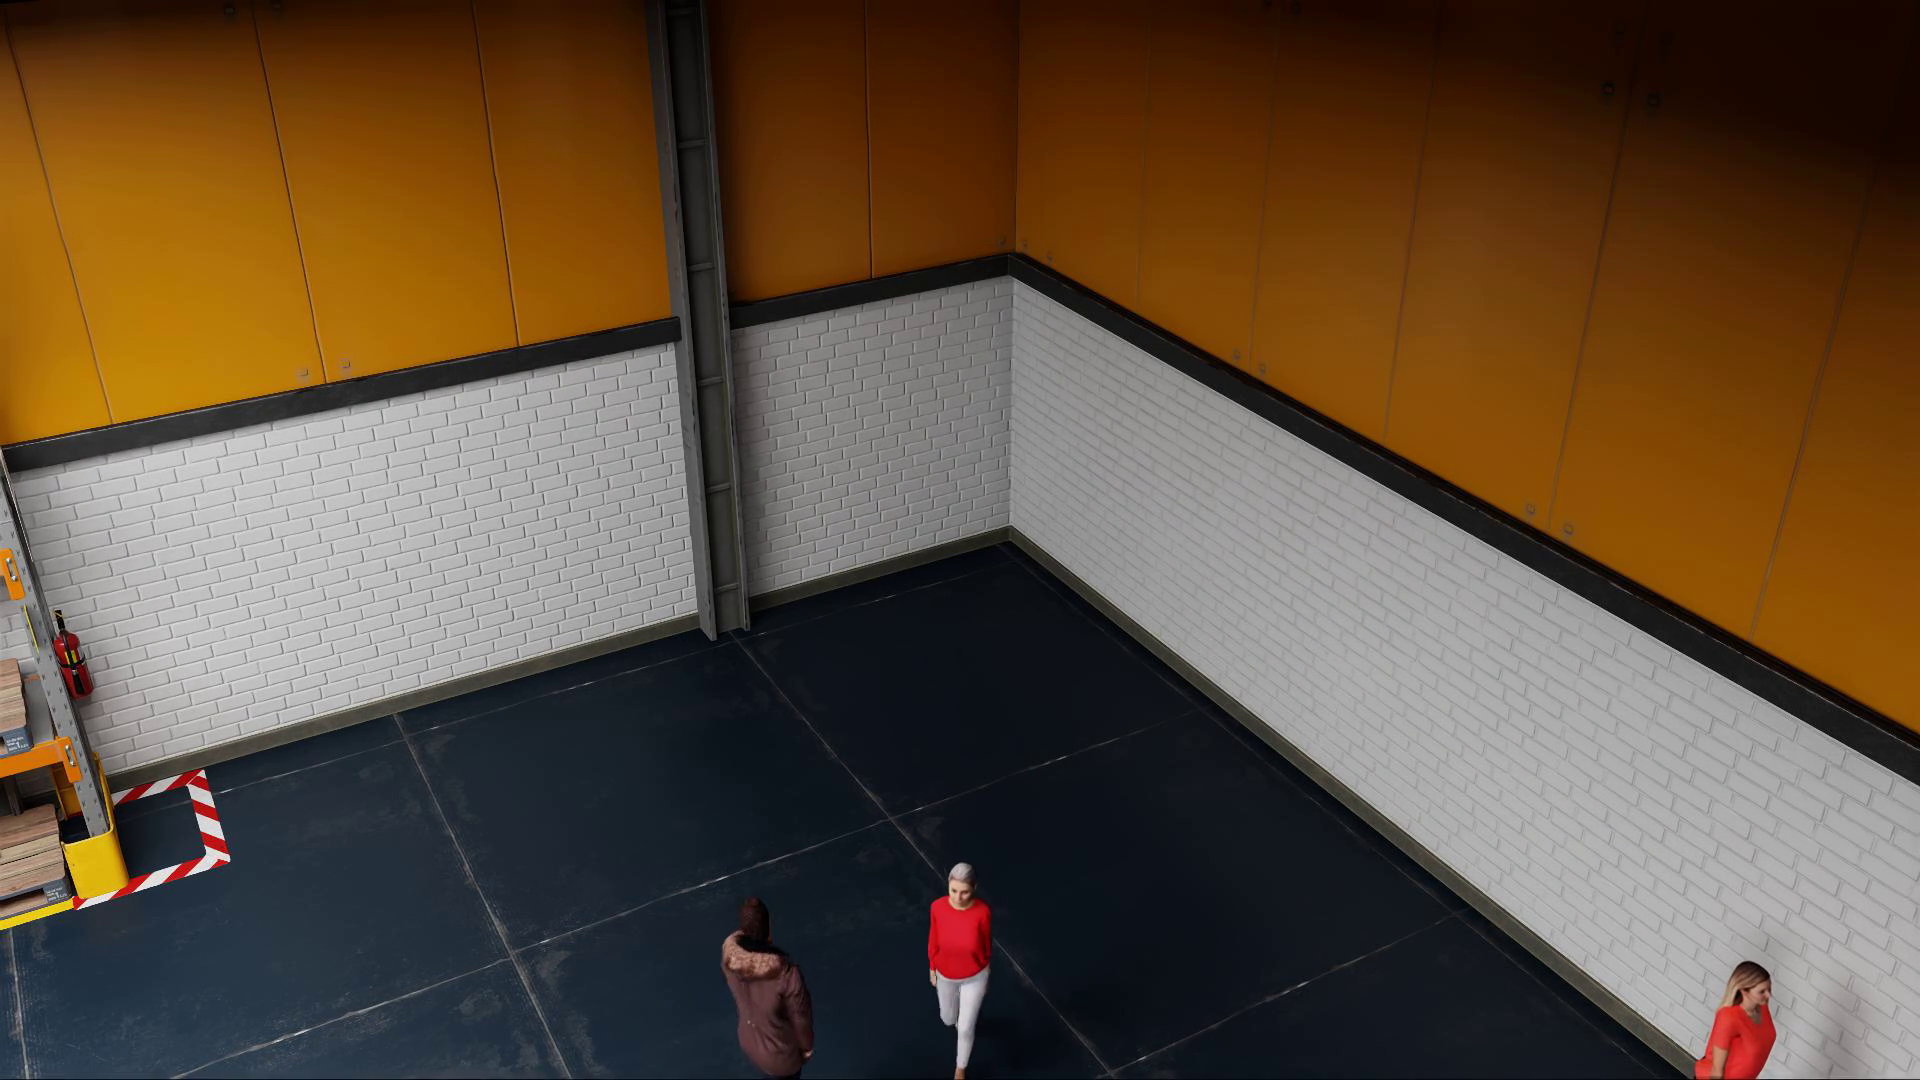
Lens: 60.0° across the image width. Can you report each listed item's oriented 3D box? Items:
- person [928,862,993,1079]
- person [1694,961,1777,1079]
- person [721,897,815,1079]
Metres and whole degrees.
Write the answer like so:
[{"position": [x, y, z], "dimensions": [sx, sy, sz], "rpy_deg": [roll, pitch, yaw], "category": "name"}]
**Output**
[{"position": [0.020, 2.636, 10.294], "dimensions": [0.939, 1.674, 0.944], "rpy_deg": [4, 29, 6], "category": "person"}, {"position": [4.336, 3.071, 9.476], "dimensions": [0.519, 1.693, 0.682], "rpy_deg": [-21, 35, -34], "category": "person"}, {"position": [-1.079, 2.879, 9.683], "dimensions": [0.774, 1.832, 0.838], "rpy_deg": [-18, 33, -29], "category": "person"}]
